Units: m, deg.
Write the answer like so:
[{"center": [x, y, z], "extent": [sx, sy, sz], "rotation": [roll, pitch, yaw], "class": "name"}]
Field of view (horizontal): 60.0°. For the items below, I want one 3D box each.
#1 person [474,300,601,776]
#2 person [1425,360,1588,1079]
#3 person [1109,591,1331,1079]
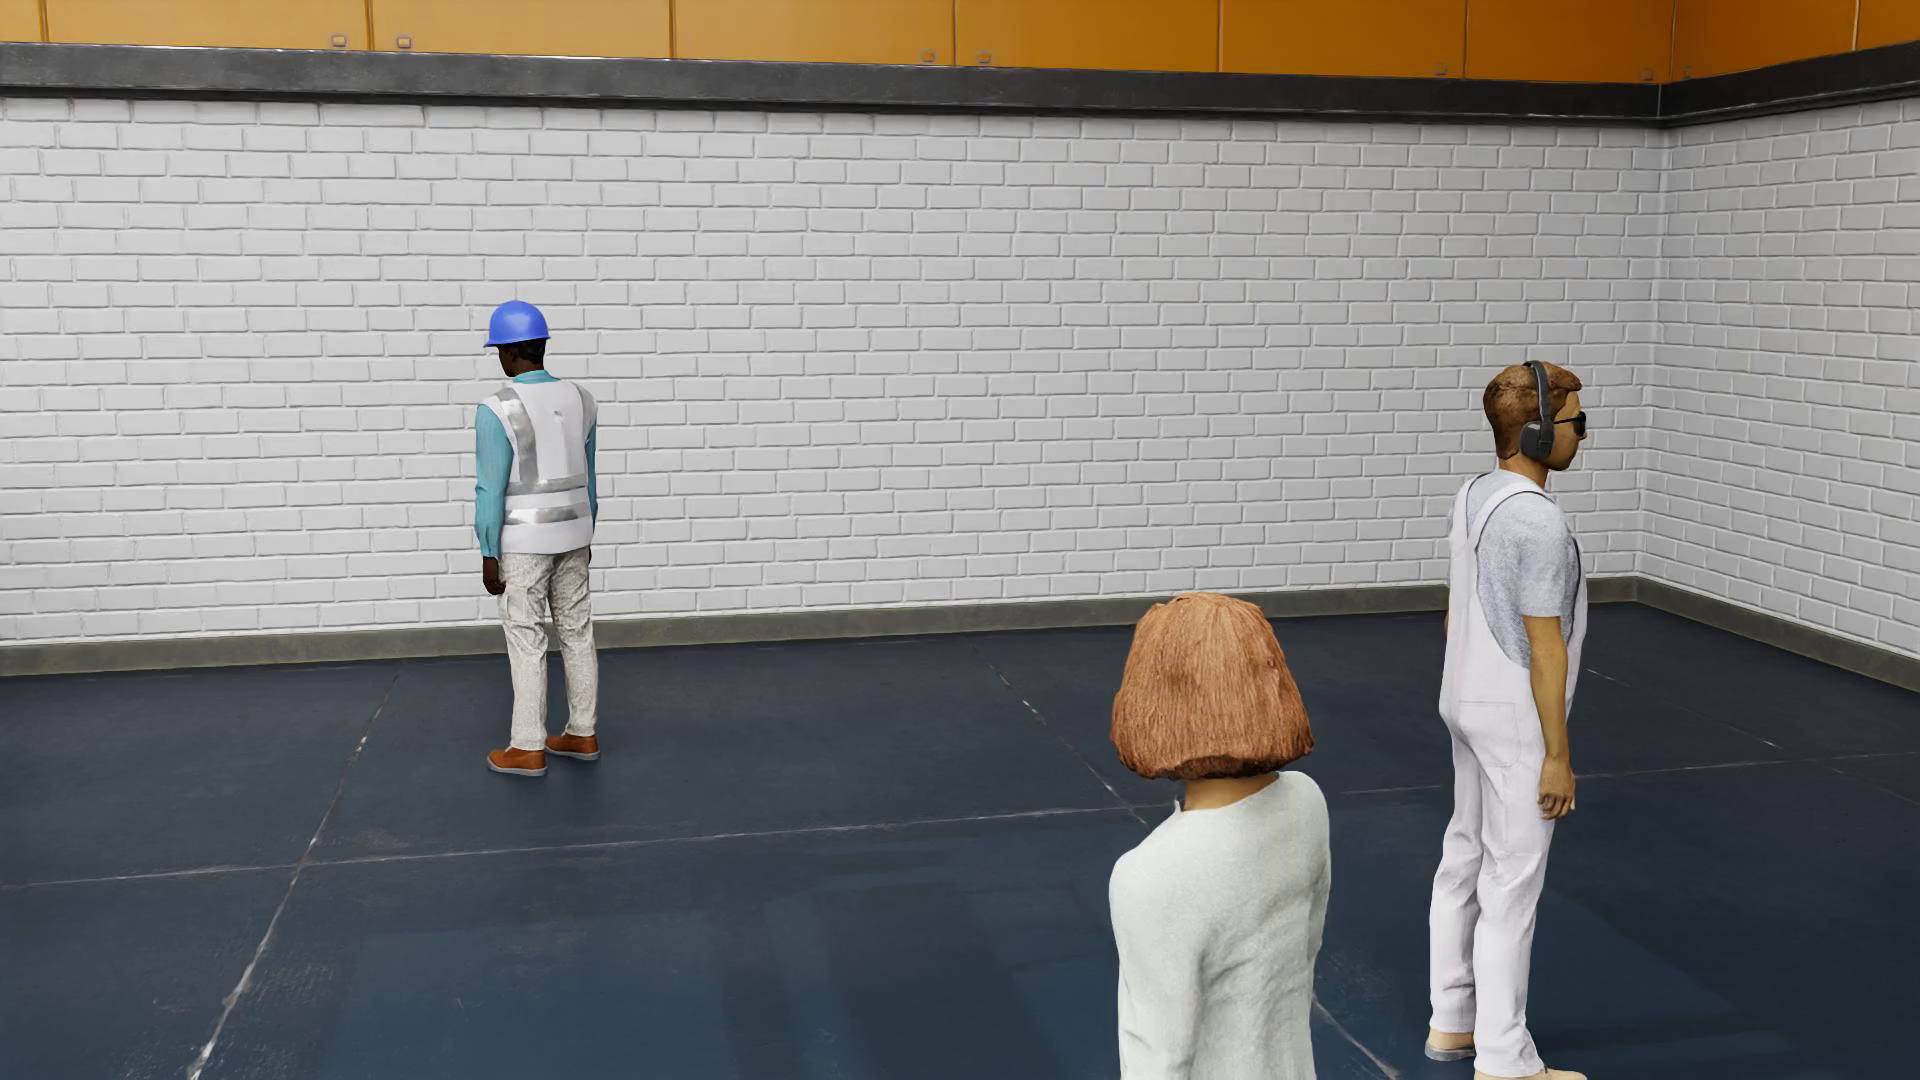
[{"center": [-1.736, -0.003, 6.824], "extent": [0.415, 1.937, 0.604], "rotation": [6, 11, 34], "class": "person"}, {"center": [1.380, 0.478, 4.157], "extent": [0.343, 1.847, 0.506], "rotation": [-1, 9, -8], "class": "person"}, {"center": [0.348, 0.881, 2.343], "extent": [0.286, 1.633, 0.500], "rotation": [7, 12, 38], "class": "person"}]
